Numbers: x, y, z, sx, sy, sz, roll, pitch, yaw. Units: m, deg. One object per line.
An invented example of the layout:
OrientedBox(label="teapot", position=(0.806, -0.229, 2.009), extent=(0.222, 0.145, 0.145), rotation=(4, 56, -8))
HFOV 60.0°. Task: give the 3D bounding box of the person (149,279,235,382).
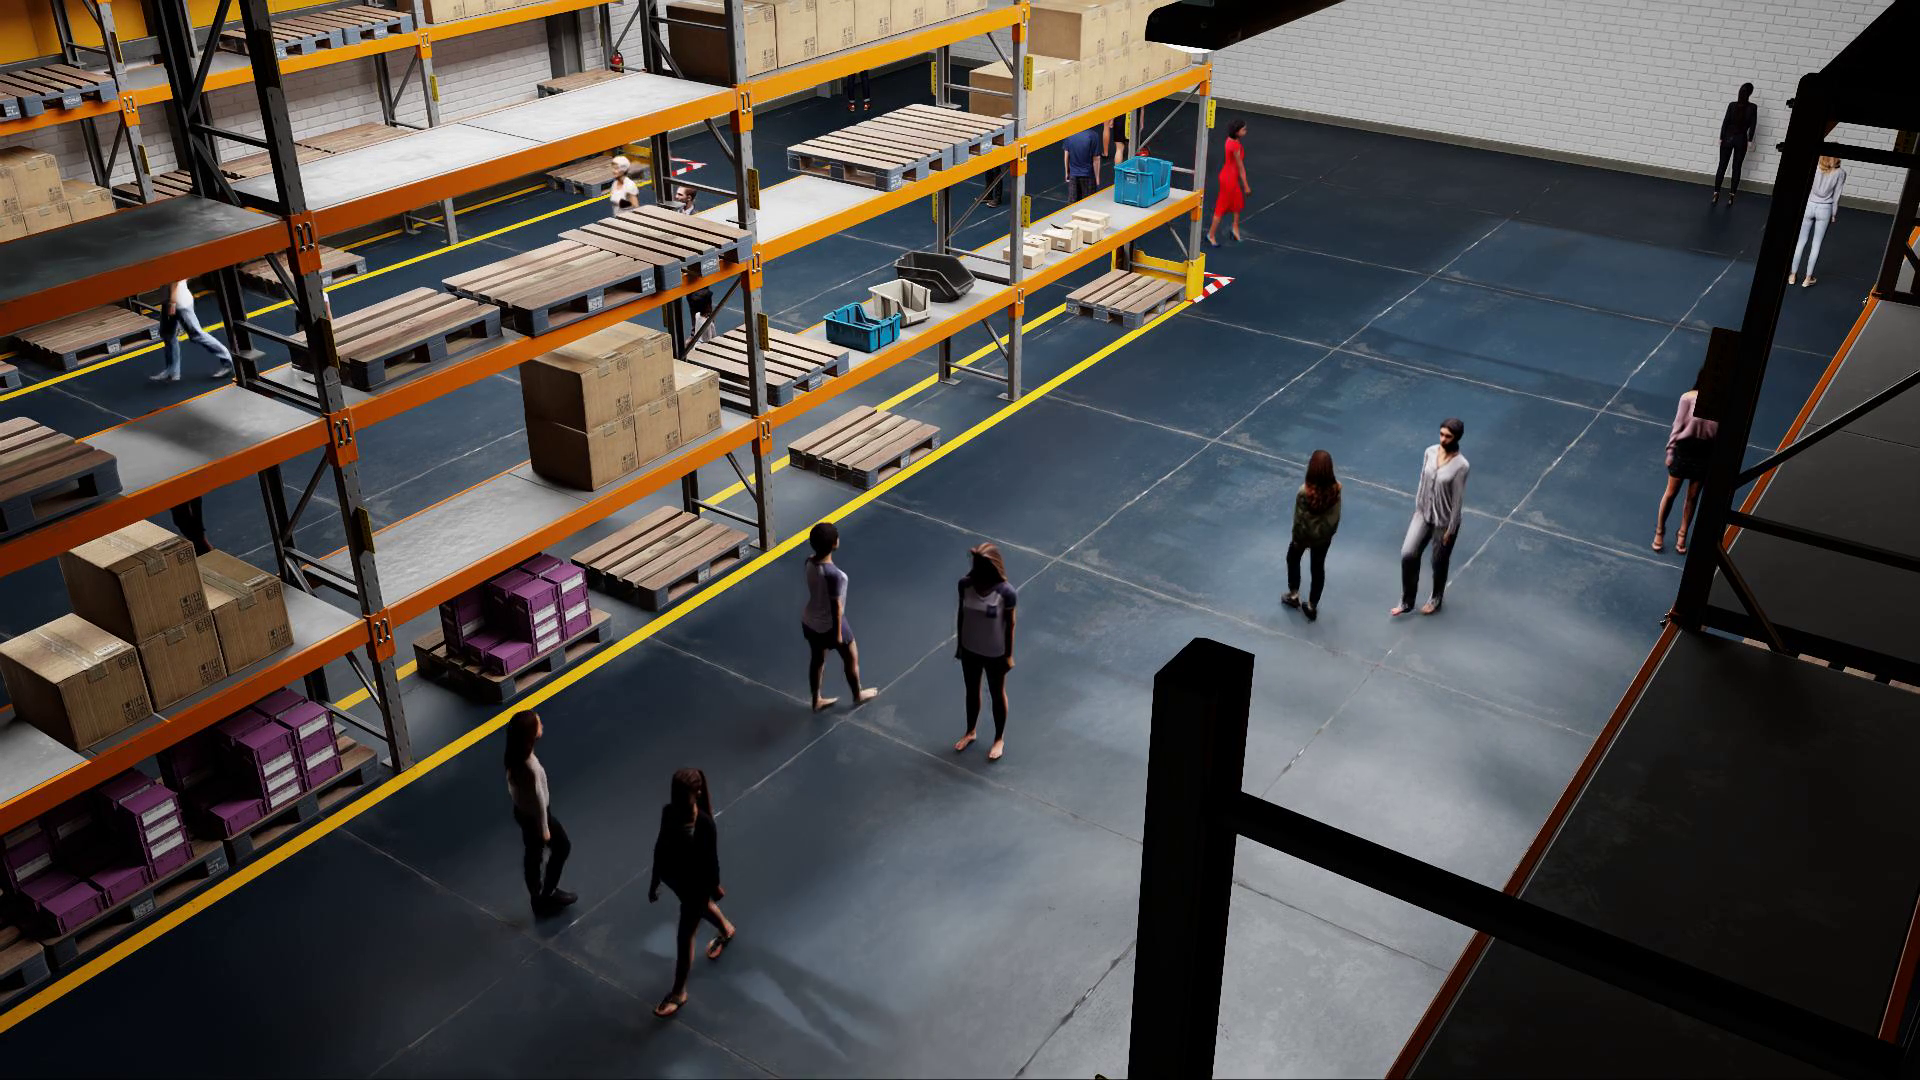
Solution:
OrientedBox(label="person", position=(-8.265, -2.562, 17.785), extent=(1.230, 1.824, 0.950), rotation=(-17, 33, -29))

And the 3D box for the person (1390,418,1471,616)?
OrientedBox(label="person", position=(3.940, -0.203, 13.531), extent=(0.834, 1.756, 0.719), rotation=(-23, 36, -35))

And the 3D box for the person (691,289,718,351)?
OrientedBox(label="person", position=(-2.666, -2.005, 17.358), extent=(0.577, 1.255, 0.550), rotation=(-16, 32, -26))

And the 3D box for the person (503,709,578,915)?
OrientedBox(label="person", position=(-2.698, 1.723, 10.291), extent=(0.606, 1.478, 0.627), rotation=(-19, 34, -31))

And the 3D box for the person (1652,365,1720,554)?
OrientedBox(label="person", position=(6.346, -0.713, 14.408), extent=(0.689, 1.811, 0.642), rotation=(8, 30, 14))

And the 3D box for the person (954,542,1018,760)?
OrientedBox(label="person", position=(0.188, 0.759, 11.795), extent=(0.628, 1.729, 0.589), rotation=(13, 31, 23))

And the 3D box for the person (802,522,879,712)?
OrientedBox(label="person", position=(-1.035, 0.602, 12.269), extent=(0.820, 1.551, 0.685), rotation=(-22, 35, -34))

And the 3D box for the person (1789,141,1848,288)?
OrientedBox(label="person", position=(10.564, -4.029, 20.503), extent=(0.596, 1.796, 0.501), rotation=(21, 35, 33))

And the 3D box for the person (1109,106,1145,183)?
OrientedBox(label="person", position=(2.436, -6.065, 24.319), extent=(0.764, 1.717, 0.772), rotation=(2, 29, 4))

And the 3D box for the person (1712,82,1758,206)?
OrientedBox(label="person", position=(10.938, -5.602, 23.475), extent=(0.616, 1.711, 0.532), rotation=(13, 31, 22))

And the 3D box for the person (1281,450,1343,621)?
OrientedBox(label="person", position=(2.902, -0.007, 13.479), extent=(0.707, 1.463, 0.767), rotation=(-6, 29, -10))

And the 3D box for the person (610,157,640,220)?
OrientedBox(label="person", position=(-3.927, -3.766, 20.082), extent=(0.812, 1.738, 0.772), rotation=(-19, 34, -31))

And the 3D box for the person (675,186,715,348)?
OrientedBox(label="person", position=(-2.975, -3.050, 18.559), extent=(0.650, 1.938, 0.720), rotation=(-22, 36, -34))

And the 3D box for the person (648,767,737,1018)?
OrientedBox(label="person", position=(-1.544, 1.957, 9.819), extent=(0.531, 1.518, 1.041), rotation=(17, 33, 28))

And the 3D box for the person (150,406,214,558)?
OrientedBox(label="person", position=(-6.443, -0.332, 13.820), extent=(0.602, 1.706, 0.645), rotation=(-20, 34, -32))

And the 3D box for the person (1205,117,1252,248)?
OrientedBox(label="person", position=(3.424, -4.635, 21.692), extent=(0.878, 1.722, 0.849), rotation=(0, 29, 0))
